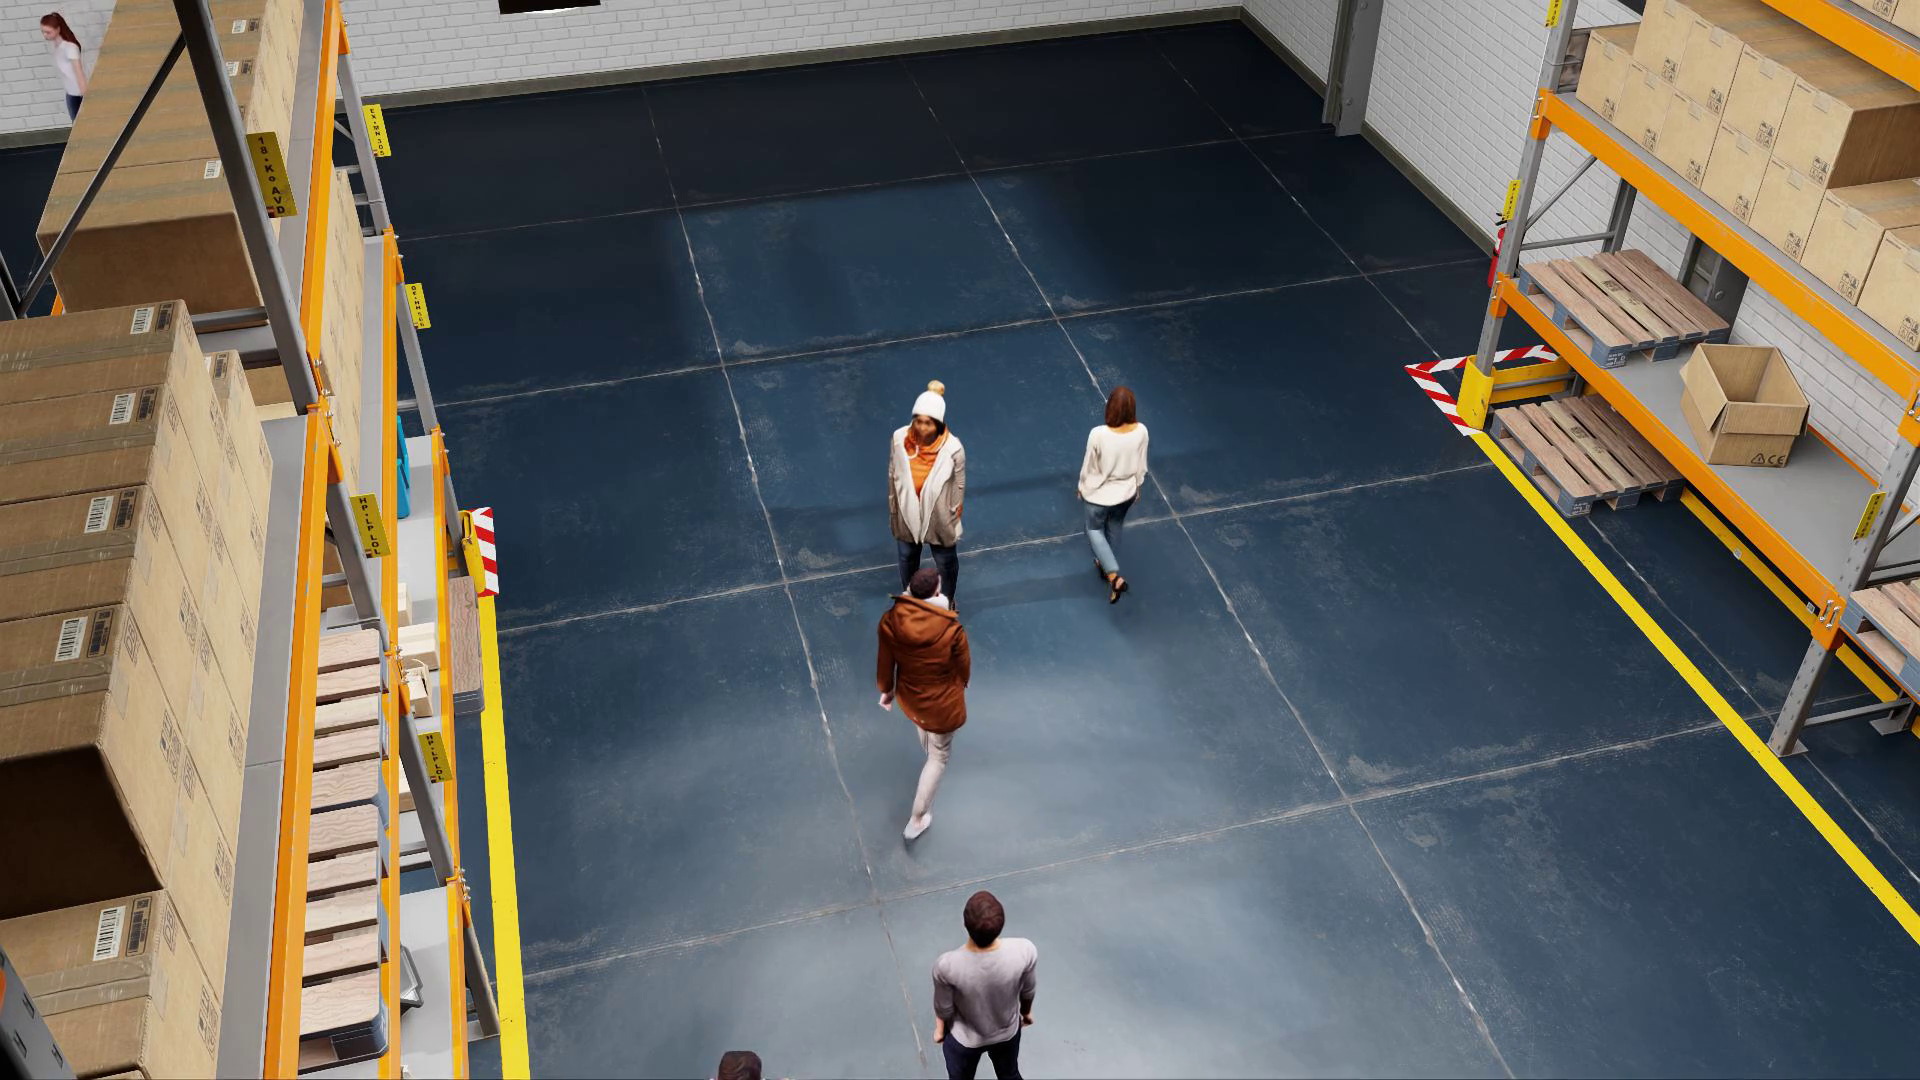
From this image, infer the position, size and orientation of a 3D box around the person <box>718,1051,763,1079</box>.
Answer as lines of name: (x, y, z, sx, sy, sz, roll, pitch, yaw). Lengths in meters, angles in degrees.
person: (-0.933, 2.777, 7.689, 0.815, 1.518, 1.093, 5, 39, 6)

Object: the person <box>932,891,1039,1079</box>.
person: (0.114, 2.328, 7.990, 0.653, 1.844, 0.524, -9, 39, -11)

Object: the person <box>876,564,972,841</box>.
person: (-0.200, 0.973, 9.724, 1.120, 1.796, 1.214, 16, 41, 19)

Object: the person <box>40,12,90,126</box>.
person: (-8.679, -4.476, 16.637, 1.090, 1.685, 1.053, 32, 48, 34)

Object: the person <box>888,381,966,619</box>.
person: (-0.216, -0.227, 11.161, 0.799, 1.880, 0.821, 8, 39, 10)

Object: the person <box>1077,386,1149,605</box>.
person: (1.055, -0.283, 11.403, 0.626, 1.664, 0.877, -10, 40, -13)
